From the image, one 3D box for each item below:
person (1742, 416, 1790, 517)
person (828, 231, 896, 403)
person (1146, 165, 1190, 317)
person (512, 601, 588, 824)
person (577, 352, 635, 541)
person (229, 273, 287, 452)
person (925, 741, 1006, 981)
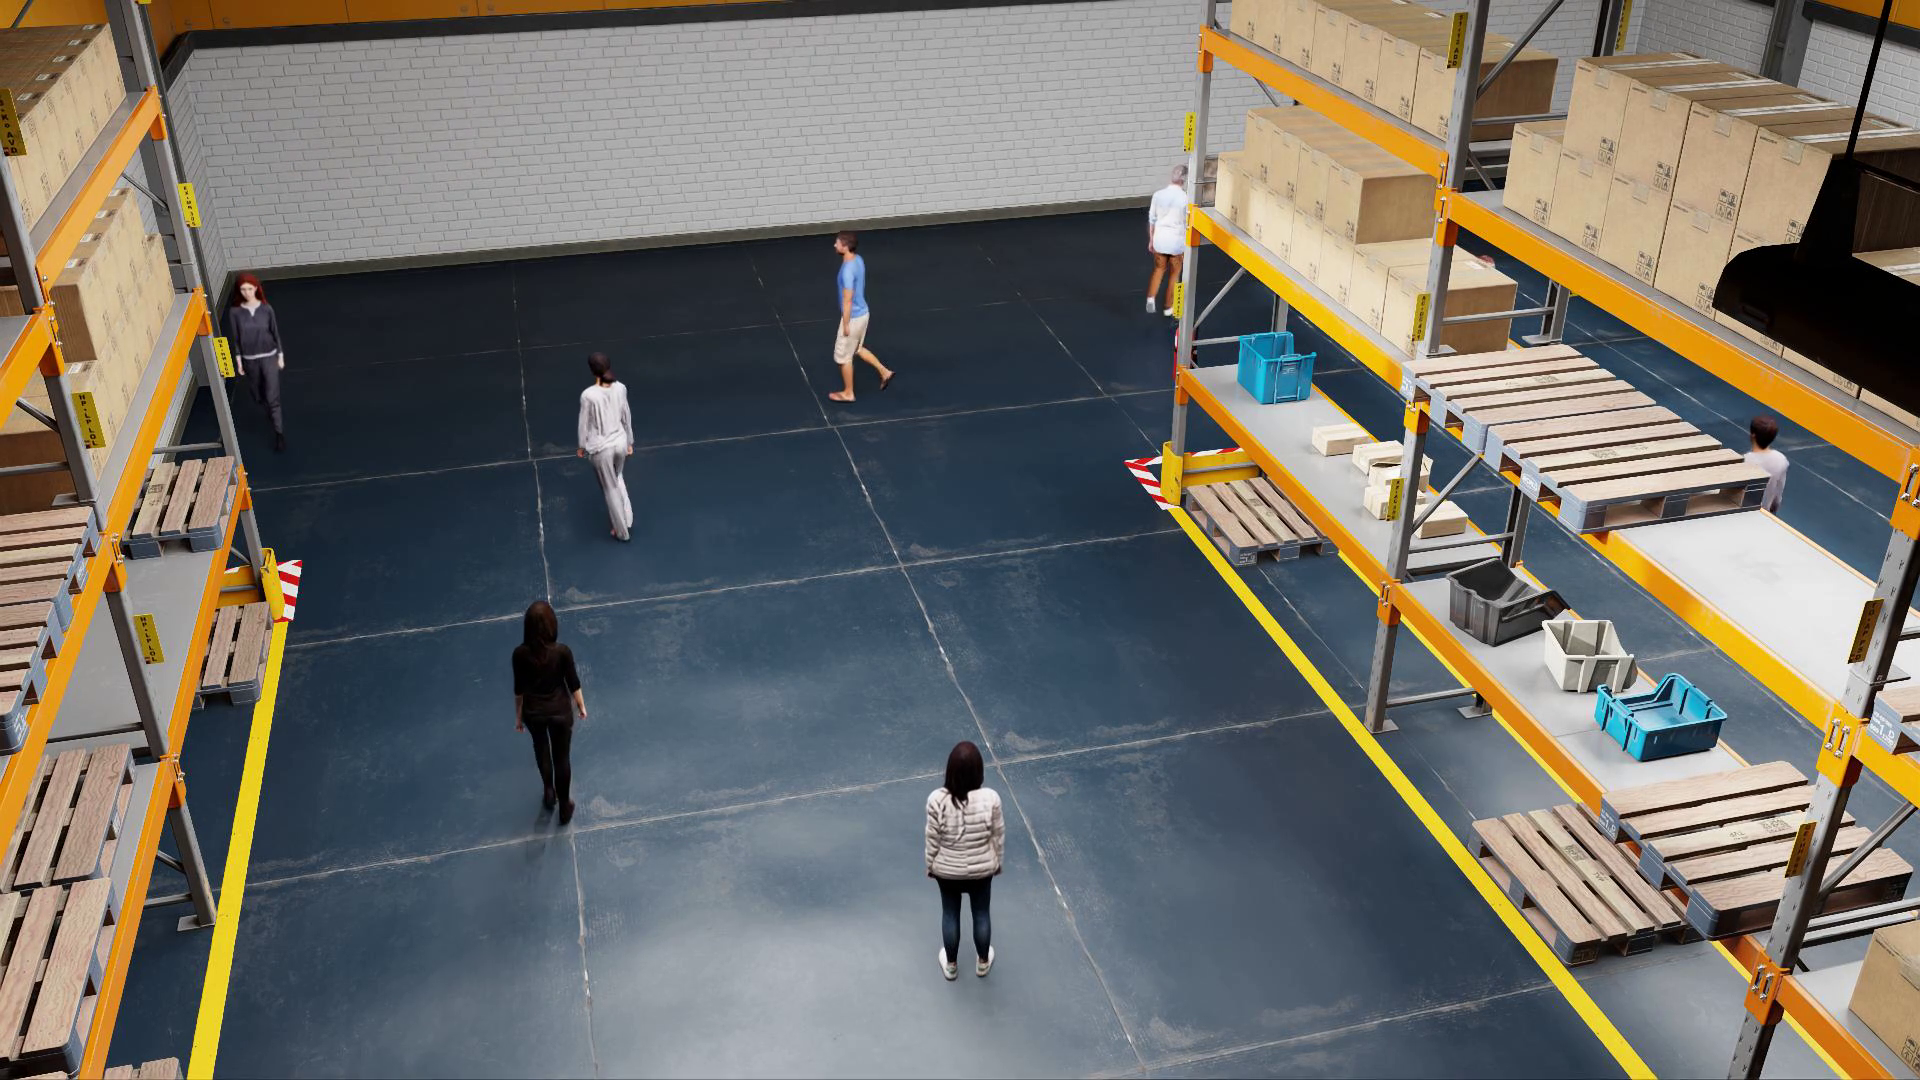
[{"bbox_3d":[6.249,-0.090,13.160,0.661,1.833,0.647,-8,30,-15],"label":"person"},{"bbox_3d":[-1.026,-2.300,17.198,0.956,1.845,0.984,6,29,11],"label":"person"},{"bbox_3d":[2.426,-3.429,19.313,0.930,1.802,1.003,10,30,18],"label":"person"},{"bbox_3d":[-2.740,1.194,11.023,0.650,1.625,0.636,-3,29,-5],"label":"person"},{"bbox_3d":[-3.021,-0.772,14.487,0.712,1.760,0.755,-22,36,-35],"label":"person"},{"bbox_3d":[-6.870,-1.781,16.336,0.608,1.761,0.961,-7,29,-12],"label":"person"},{"bbox_3d":[0.027,1.883,9.747,0.664,1.637,0.624,-1,29,-2],"label":"person"}]
